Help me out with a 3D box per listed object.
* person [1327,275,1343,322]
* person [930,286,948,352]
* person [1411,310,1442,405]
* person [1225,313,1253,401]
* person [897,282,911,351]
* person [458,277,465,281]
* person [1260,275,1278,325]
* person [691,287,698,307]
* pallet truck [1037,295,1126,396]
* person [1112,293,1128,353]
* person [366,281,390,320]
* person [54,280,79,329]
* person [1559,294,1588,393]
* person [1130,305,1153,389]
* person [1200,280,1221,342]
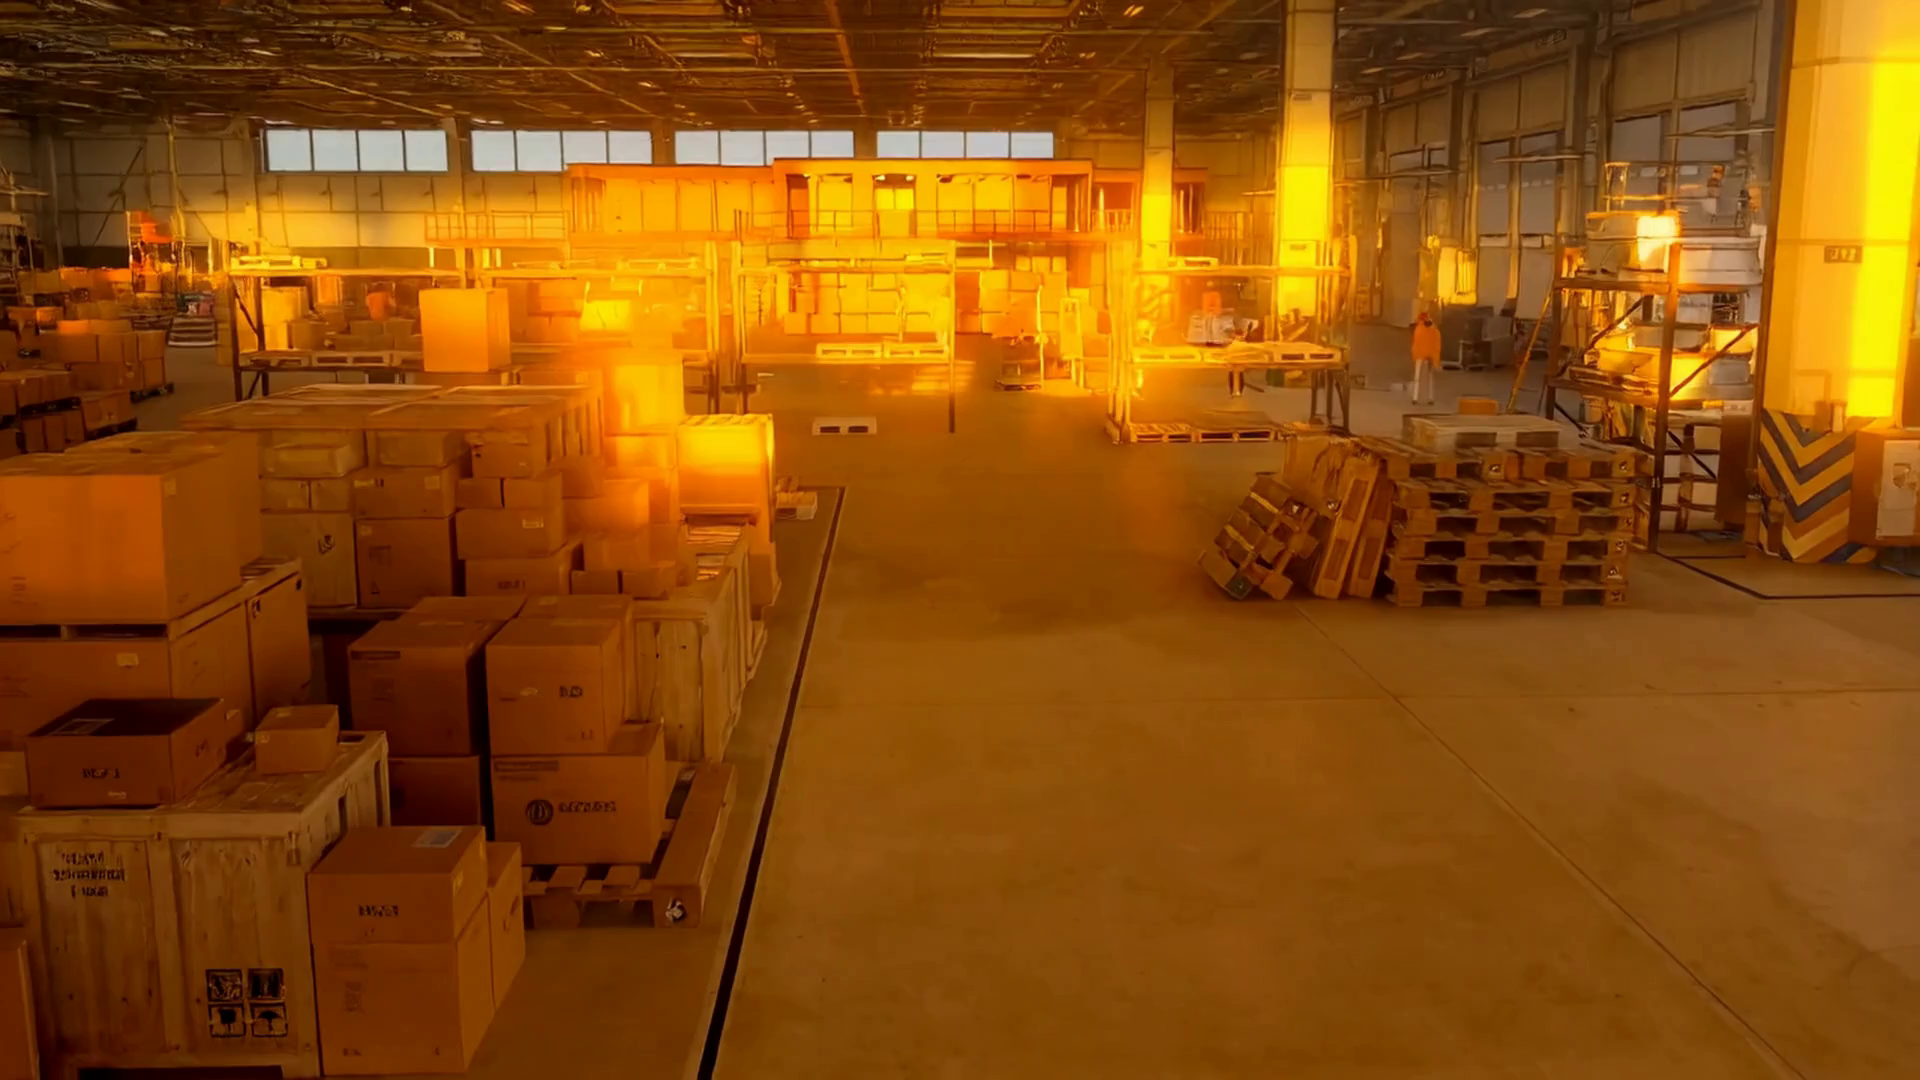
[{"bbox_3d":[12.891,-8.157,57.221,1.006,1.891,0.559,7,12,34],"label":"person"},{"bbox_3d":[-0.450,-5.548,42.547,0.660,1.923,0.432,1,10,3],"label":"person"},{"bbox_3d":[8.704,-3.403,31.061,0.523,1.763,0.329,4,11,23],"label":"person"},{"bbox_3d":[5.297,-3.470,31.635,0.548,1.681,0.383,2,10,11],"label":"person"},{"bbox_3d":[-1.559,-6.229,46.334,0.366,1.926,0.593,1,10,6],"label":"person"},{"bbox_3d":[-18.856,-9.242,63.341,0.609,1.839,0.943,2,10,13],"label":"person"},{"bbox_3d":[11.249,-8.725,60.248,0.609,1.941,1.068,-10,14,-43],"label":"person"},{"bbox_3d":[-8.846,-7.485,53.666,0.922,1.796,0.638,9,14,41],"label":"person"},{"bbox_3d":[2.483,-3.881,33.060,1.885,1.965,0.823,-7,13,-36],"label":"pallet truck"},{"bbox_3d":[3.527,-4.519,36.848,0.587,1.917,0.412,-9,14,-42],"label":"person"},{"bbox_3d":[-15.338,-5.829,43.931,0.603,2.008,1.022,-5,11,-25],"label":"person"},{"bbox_3d":[-23.281,-5.761,43.414,0.536,2.000,0.688,-1,10,-4],"label":"person"},{"bbox_3d":[12.314,-3.935,33.397,0.615,1.986,0.411,1,10,6],"label":"person"},{"bbox_3d":[3.733,-3.961,34.233,0.506,1.732,0.375,-2,10,-10],"label":"person"},{"bbox_3d":[7.106,-6.435,47.481,0.639,1.924,0.588,9,14,42],"label":"person"}]
